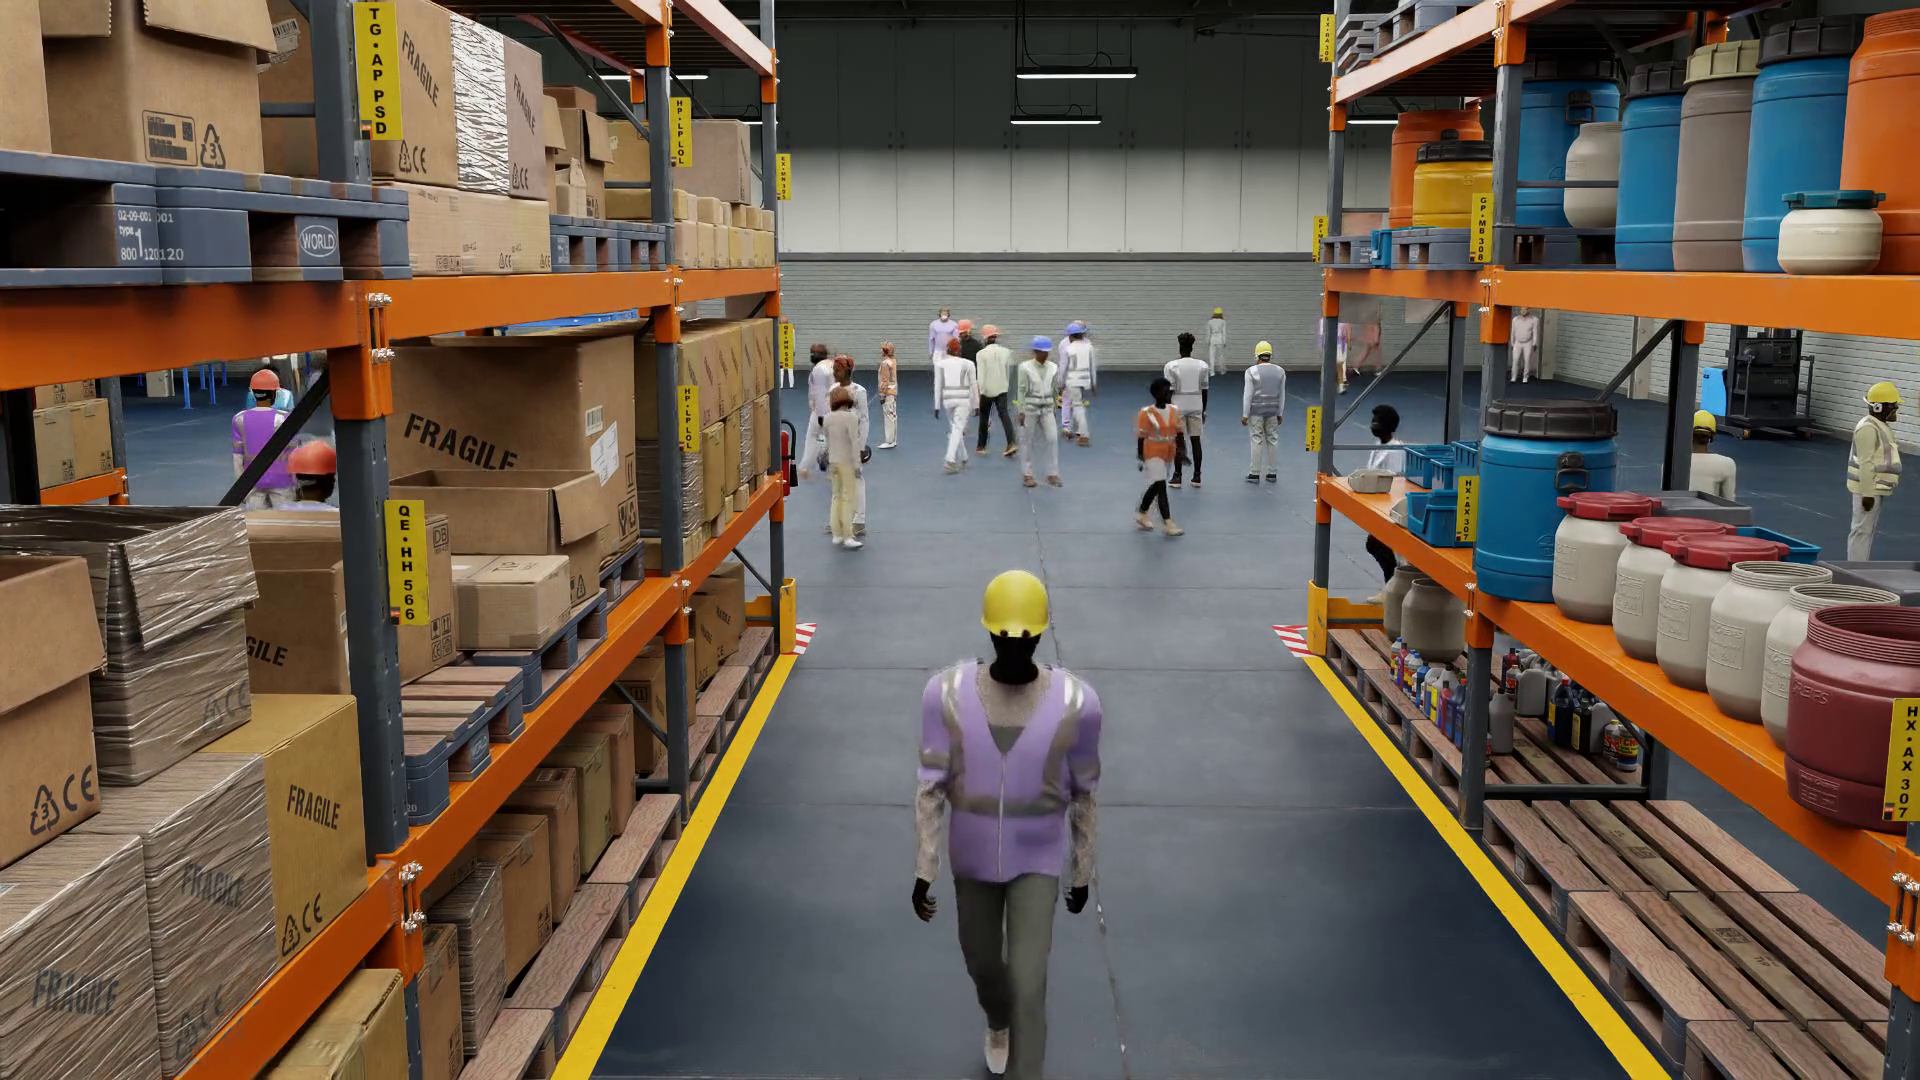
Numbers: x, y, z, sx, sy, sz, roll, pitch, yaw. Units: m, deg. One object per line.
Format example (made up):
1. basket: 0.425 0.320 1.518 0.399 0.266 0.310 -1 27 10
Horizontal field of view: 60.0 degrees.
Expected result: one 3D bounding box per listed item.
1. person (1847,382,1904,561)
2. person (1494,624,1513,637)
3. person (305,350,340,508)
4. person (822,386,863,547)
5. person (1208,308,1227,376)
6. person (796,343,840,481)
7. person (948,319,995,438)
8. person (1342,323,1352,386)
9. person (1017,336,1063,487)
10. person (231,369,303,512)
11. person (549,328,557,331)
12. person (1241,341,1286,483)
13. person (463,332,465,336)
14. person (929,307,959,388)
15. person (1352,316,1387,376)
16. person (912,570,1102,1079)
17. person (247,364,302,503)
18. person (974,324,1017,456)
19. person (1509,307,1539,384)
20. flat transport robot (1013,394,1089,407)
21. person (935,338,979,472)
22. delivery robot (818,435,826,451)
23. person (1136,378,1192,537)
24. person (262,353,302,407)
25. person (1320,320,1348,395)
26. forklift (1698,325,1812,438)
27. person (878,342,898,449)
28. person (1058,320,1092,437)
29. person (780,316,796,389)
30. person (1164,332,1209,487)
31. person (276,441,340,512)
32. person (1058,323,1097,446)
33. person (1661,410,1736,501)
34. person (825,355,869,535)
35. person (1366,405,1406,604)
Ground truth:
1. person: 7.873 -0.446 14.335 0.404 1.835 0.587 7 12 36
2. person: 4.329 -0.123 12.466 0.637 1.801 0.698 -5 11 -30
3. person: -6.930 -1.151 18.328 0.727 1.905 0.639 -4 10 -25
4. person: -1.137 -0.737 16.803 0.284 1.596 0.669 -8 13 -41
5. person: 6.521 -5.013 42.069 0.510 1.691 0.887 5 11 26
6. person: -1.840 -1.666 21.765 0.896 1.797 0.668 4 10 24
7. person: 0.202 -2.662 27.294 0.967 1.952 0.644 -7 12 -36
8. person: 8.827 -4.592 38.715 0.611 1.986 0.392 6 11 34
9. person: 1.017 -1.612 21.077 0.635 1.919 0.777 -3 10 -20
10. person: -5.950 -0.499 14.344 0.551 1.934 0.372 -1 9 -3
11. person: -5.820 -2.051 23.722 0.875 1.905 0.570 -7 12 -36
12. person: 3.941 -1.672 21.681 0.600 1.830 0.403 -3 10 -19
13. person: -8.200 -2.689 28.037 0.355 1.780 0.534 -2 10 -11
14. person: -0.342 -3.947 35.059 0.661 1.910 0.760 1 10 5
15. person: 10.326 -5.060 41.872 0.927 1.875 0.652 -4 10 -22
16. person: 0.169 1.007 5.479 0.588 1.892 0.916 2 10 11
17. person: -7.973 -1.220 19.444 0.808 1.658 0.556 8 13 41
18. person: 0.537 -2.209 24.604 0.622 1.952 1.015 -5 11 -29
19. person: 13.268 -4.612 39.187 0.647 1.874 0.895 5 11 27
20. flat transport robot: 1.814 -2.809 33.286 1.431 0.197 0.652 8 12 39
21. person: -0.068 -1.868 22.895 0.589 1.830 1.021 4 10 24
22. delivery robot: -1.697 -1.414 23.802 0.707 0.478 0.477 -9 13 -44
23. person: 2.090 -0.888 17.538 0.545 1.653 0.889 -7 12 -35
24. person: -10.376 -2.303 25.461 0.539 1.834 0.535 -4 10 -25
25. person: 8.102 -4.132 35.914 0.619 2.008 0.889 -1 9 -3
26. forklift: 13.248 -3.165 27.620 1.129 2.768 1.873 0 9 1
27. person: -1.107 -2.230 25.602 0.307 1.641 0.512 2 10 10
28. person: 1.926 -2.649 27.332 0.637 1.904 0.403 -6 11 -32
29. person: -3.973 -4.247 37.673 0.515 1.645 0.309 -3 10 -19
30. person: 2.871 -1.658 21.197 0.607 1.966 0.374 -2 10 -13
31. person: -3.513 0.404 9.101 0.561 1.889 0.986 2 10 10
32. person: 1.801 -2.455 26.203 0.618 1.892 0.981 -7 12 -36
33. person: 5.444 -0.079 12.340 0.533 1.767 0.326 2 10 11
34. person: -1.191 -1.001 17.511 0.337 1.882 0.583 -8 13 -41
35. person: 3.497 -0.272 13.728 0.370 1.686 0.547 0 9 0
